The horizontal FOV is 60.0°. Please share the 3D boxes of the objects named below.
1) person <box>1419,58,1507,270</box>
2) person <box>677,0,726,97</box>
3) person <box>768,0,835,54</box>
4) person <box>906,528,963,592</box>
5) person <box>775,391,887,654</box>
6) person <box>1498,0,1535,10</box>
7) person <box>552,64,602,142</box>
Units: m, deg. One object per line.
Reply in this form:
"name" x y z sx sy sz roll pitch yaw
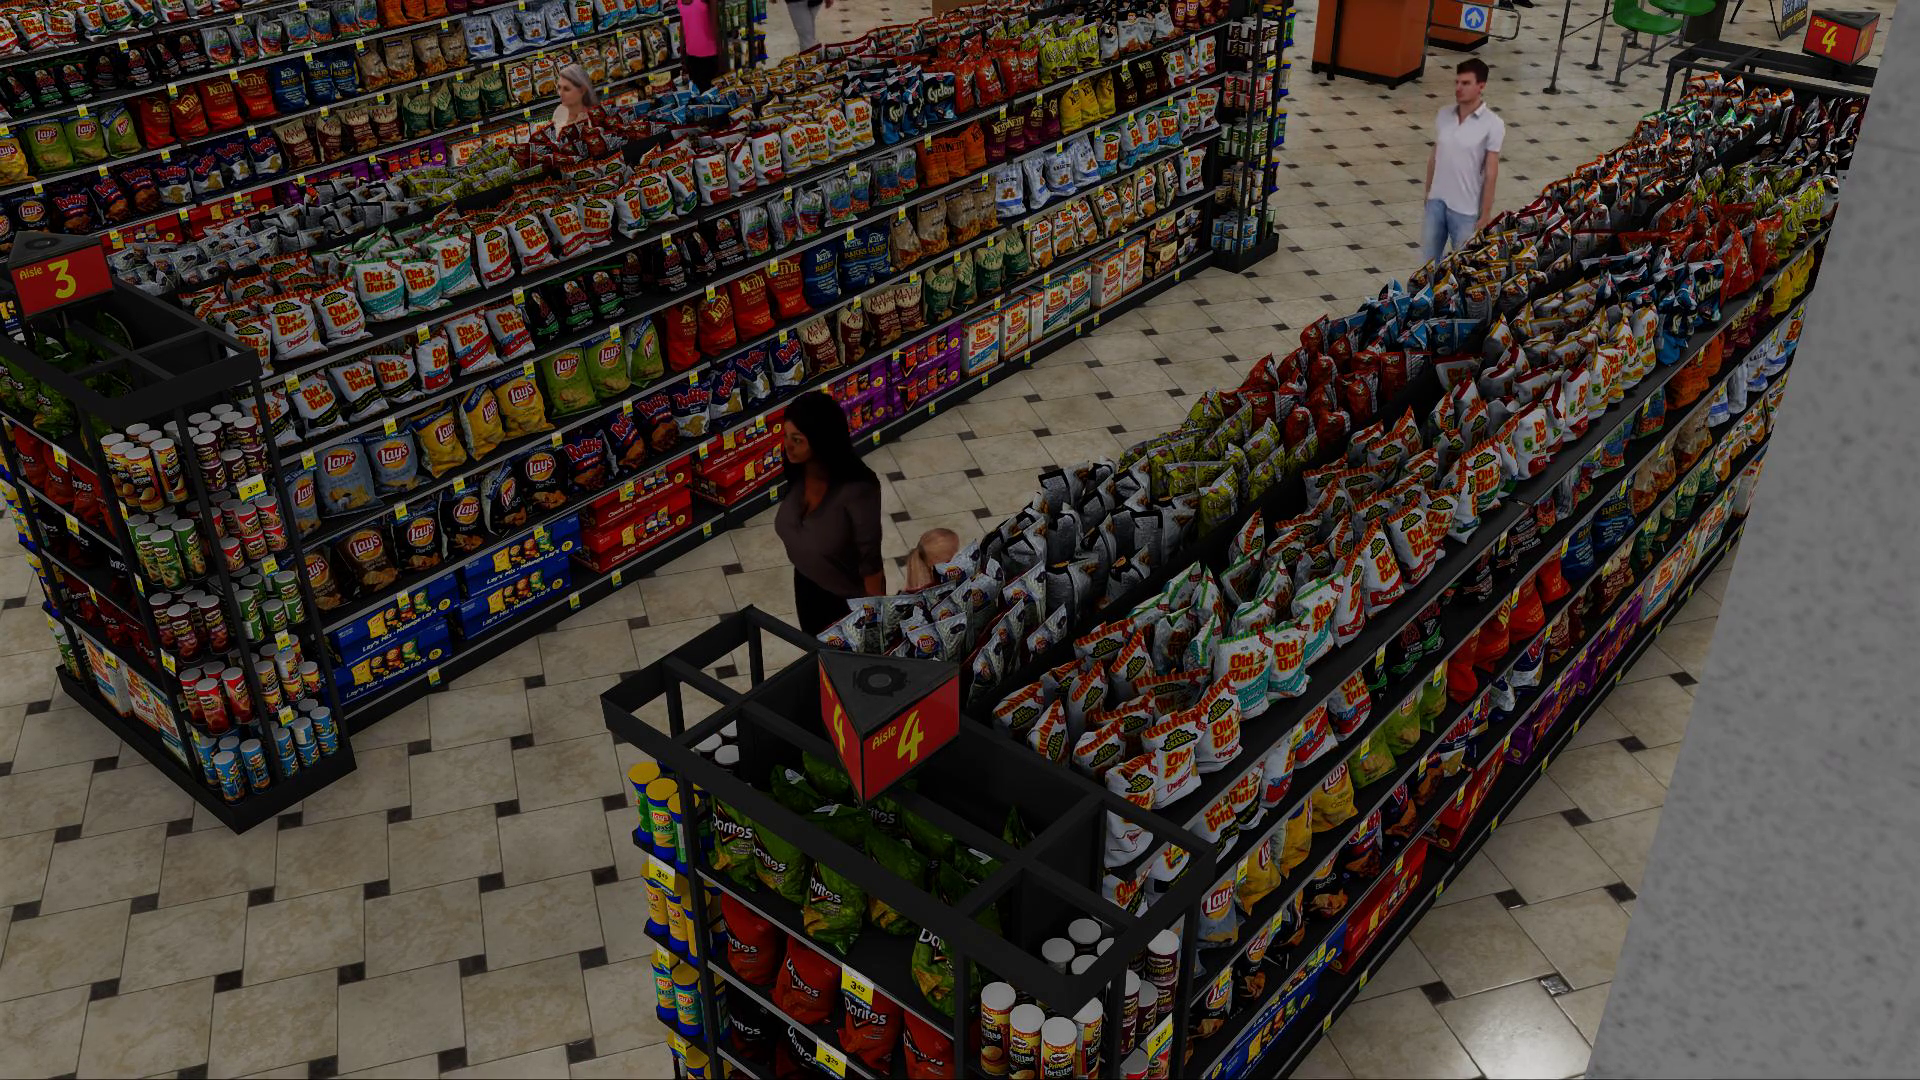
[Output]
"person" 3.132 -2.068 10.328 1.042 1.837 0.766 -23 39 -32
"person" -1.996 -3.894 13.378 0.599 1.714 0.701 20 37 28
"person" -1.339 -4.831 14.706 1.268 1.903 1.061 -16 35 -24
"person" -0.122 0.538 6.684 0.471 1.262 0.586 24 39 34
"person" -0.444 0.214 6.683 0.641 1.813 0.741 26 40 35
"person" 6.033 -6.589 17.610 0.694 1.819 0.812 -10 33 -16
"person" -2.333 -2.193 10.631 0.662 1.728 0.757 18 36 26
